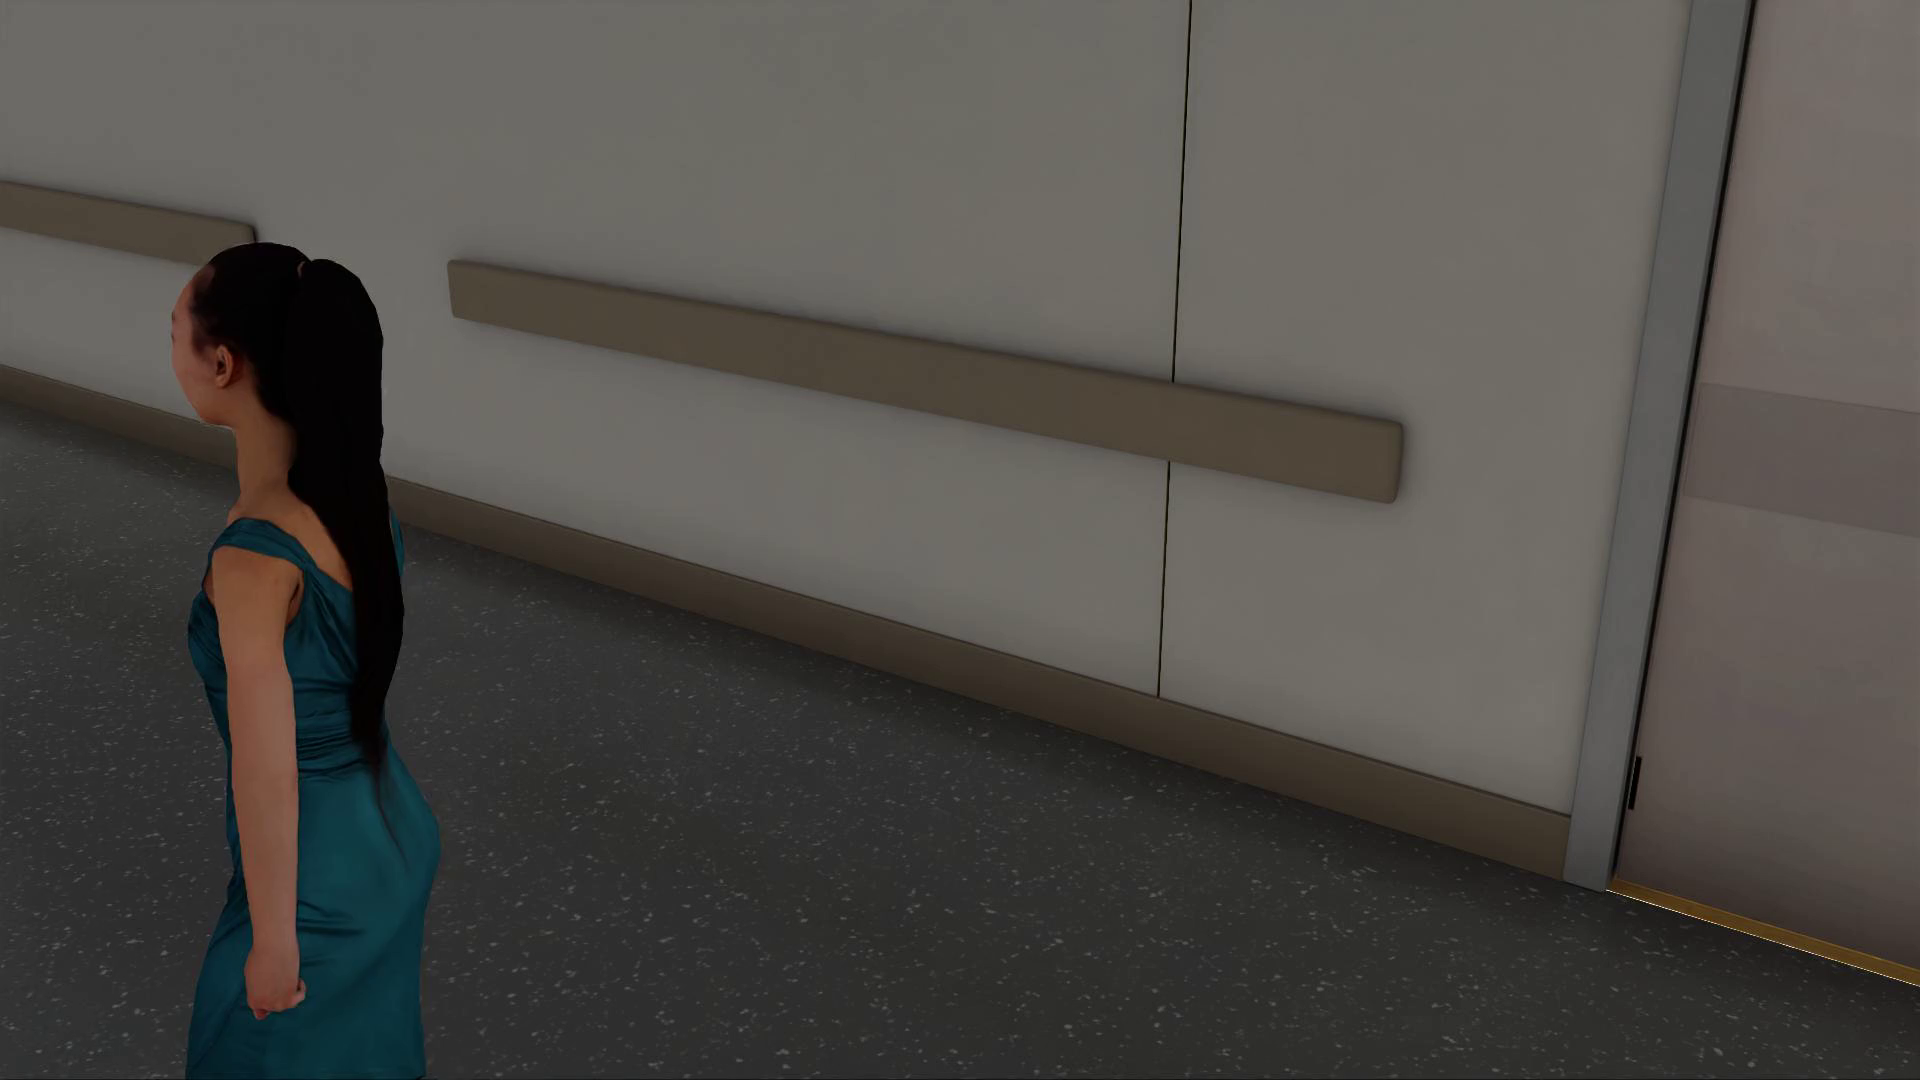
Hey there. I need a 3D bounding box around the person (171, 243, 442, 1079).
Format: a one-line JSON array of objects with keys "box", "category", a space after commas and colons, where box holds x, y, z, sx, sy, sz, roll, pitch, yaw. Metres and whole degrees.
[{"box": [-0.761, 0.459, 2.193, 0.775, 1.679, 0.702, 1, 21, 2], "category": "person"}]
